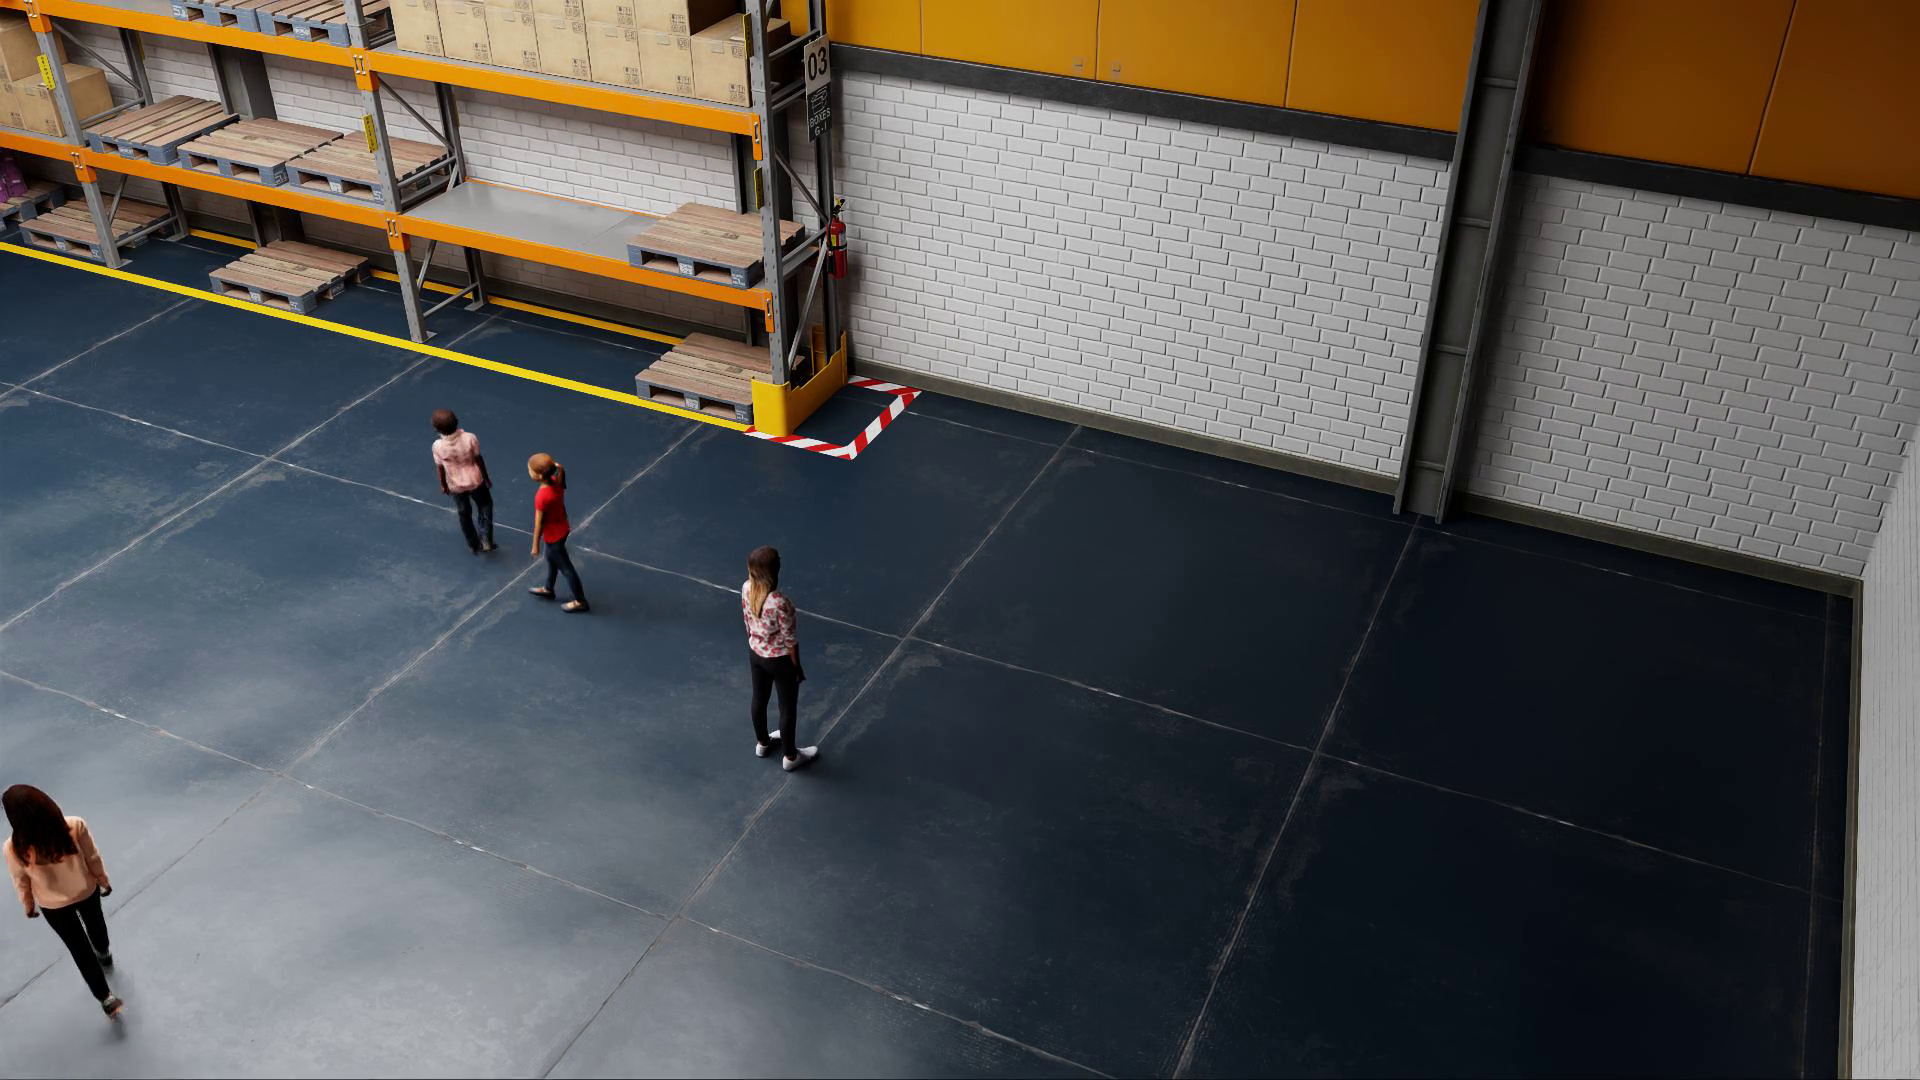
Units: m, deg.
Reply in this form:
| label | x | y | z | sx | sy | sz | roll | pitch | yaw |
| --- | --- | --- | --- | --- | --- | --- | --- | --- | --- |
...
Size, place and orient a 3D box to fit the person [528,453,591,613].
| label | x | y | z | sx | sy | sz | roll | pitch | yaw |
| --- | --- | --- | --- | --- | --- | --- | --- | --- | --- |
| person | -2.827 | -0.038 | 11.891 | 0.778 | 1.296 | 0.615 | 5 | 34 | 7 |

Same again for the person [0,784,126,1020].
| label | x | y | z | sx | sy | sz | roll | pitch | yaw |
| --- | --- | --- | --- | --- | --- | --- | --- | --- | --- |
| person | -4.709 | 1.922 | 8.799 | 0.863 | 1.453 | 1.065 | -23 | 40 | -30 |

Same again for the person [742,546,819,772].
| label | x | y | z | sx | sy | sz | roll | pitch | yaw |
| --- | --- | --- | --- | --- | --- | --- | --- | --- | --- |
| person | -1.179 | 0.730 | 10.430 | 0.535 | 1.634 | 0.675 | 25 | 41 | 32 |

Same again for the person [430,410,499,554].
| label | x | y | z | sx | sy | sz | roll | pitch | yaw |
| --- | --- | --- | --- | --- | --- | --- | --- | --- | --- |
| person | -3.724 | -0.409 | 12.453 | 0.702 | 1.290 | 0.759 | -5 | 34 | -7 |
